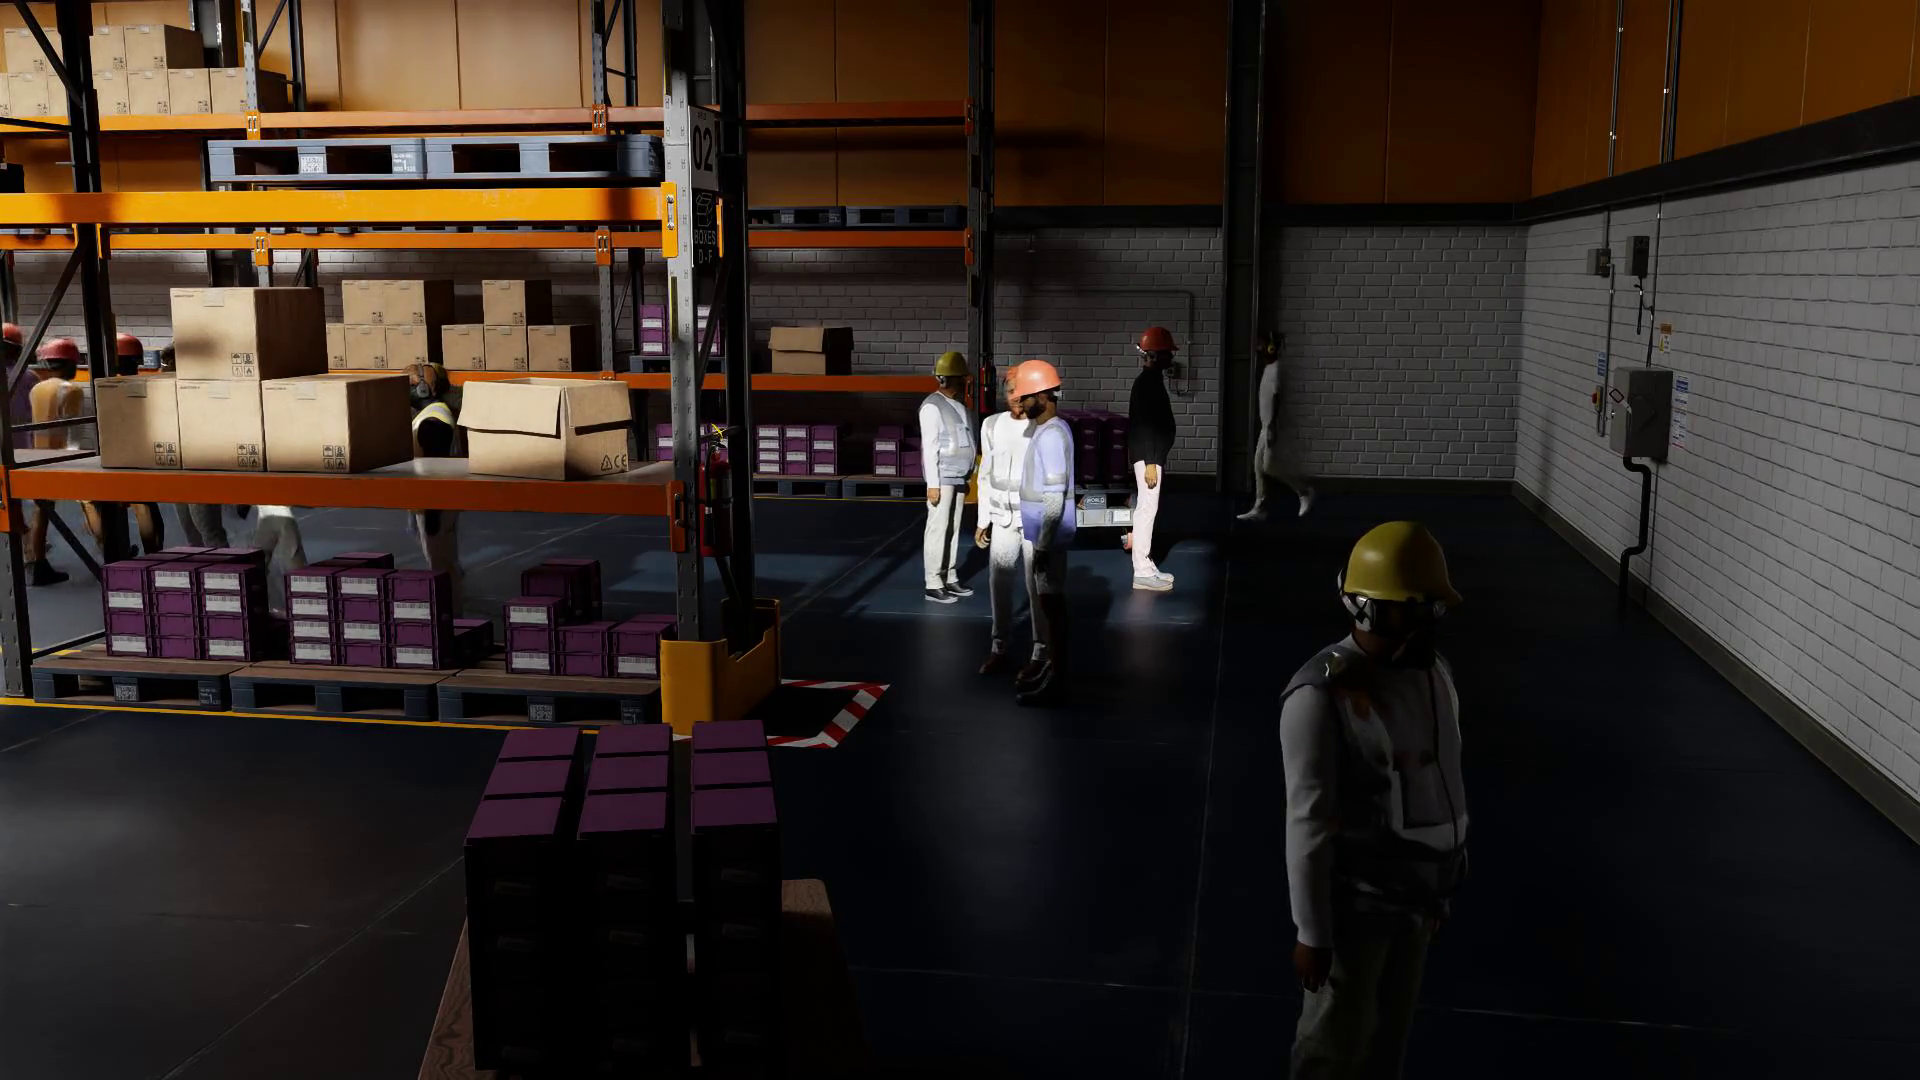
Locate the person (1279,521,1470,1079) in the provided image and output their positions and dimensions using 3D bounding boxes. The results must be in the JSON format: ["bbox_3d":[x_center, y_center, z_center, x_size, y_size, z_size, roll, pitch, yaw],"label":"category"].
[{"bbox_3d":[1.010,0.856,4.021,0.600,1.830,0.403,-9,13,-43],"label":"person"}]

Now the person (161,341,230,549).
[{"bbox_3d":[-5.397,-0.436,11.728,0.627,1.933,0.374,7,12,38],"label":"person"}]

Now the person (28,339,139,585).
[{"bbox_3d":[-6.984,-0.631,13.075,0.552,1.877,1.003,3,10,18],"label":"person"}]

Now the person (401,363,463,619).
[{"bbox_3d":[-3.397,-0.217,10.691,0.430,1.835,0.621,-4,10,-22],"label":"person"}]

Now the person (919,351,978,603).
[{"bbox_3d":[-0.074,-0.466,12.216,0.403,1.832,0.594,4,10,25],"label":"person"}]

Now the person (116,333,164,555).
[{"bbox_3d":[-6.425,-0.636,12.946,0.359,1.939,0.543,-2,9,-11],"label":"person"}]

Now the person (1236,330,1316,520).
[{"bbox_3d":[3.072,-1.090,16.051,0.663,1.845,0.523,0,9,-1],"label":"person"}]

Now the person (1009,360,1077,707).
[{"bbox_3d":[0.458,-0.035,9.253,0.379,1.929,0.542,1,9,5],"label":"person"}]

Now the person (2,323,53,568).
[{"bbox_3d":[-7.739,-0.749,13.473,0.681,1.995,0.687,3,10,20],"label":"person"}]

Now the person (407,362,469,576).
[{"bbox_3d":[-3.786,-0.414,12.112,0.492,1.752,0.546,7,12,38],"label":"person"}]

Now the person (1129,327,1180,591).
[{"bbox_3d":[1.472,-0.621,12.682,0.382,1.995,0.612,2,9,10],"label":"person"}]

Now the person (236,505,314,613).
[{"bbox_3d":[-4.604,-0.368,11.461,0.930,1.876,0.605,0,9,2],"label":"person"}]

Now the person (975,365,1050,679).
[{"bbox_3d":[0.364,-0.104,9.850,0.586,1.874,0.354,5,11,30],"label":"person"}]
